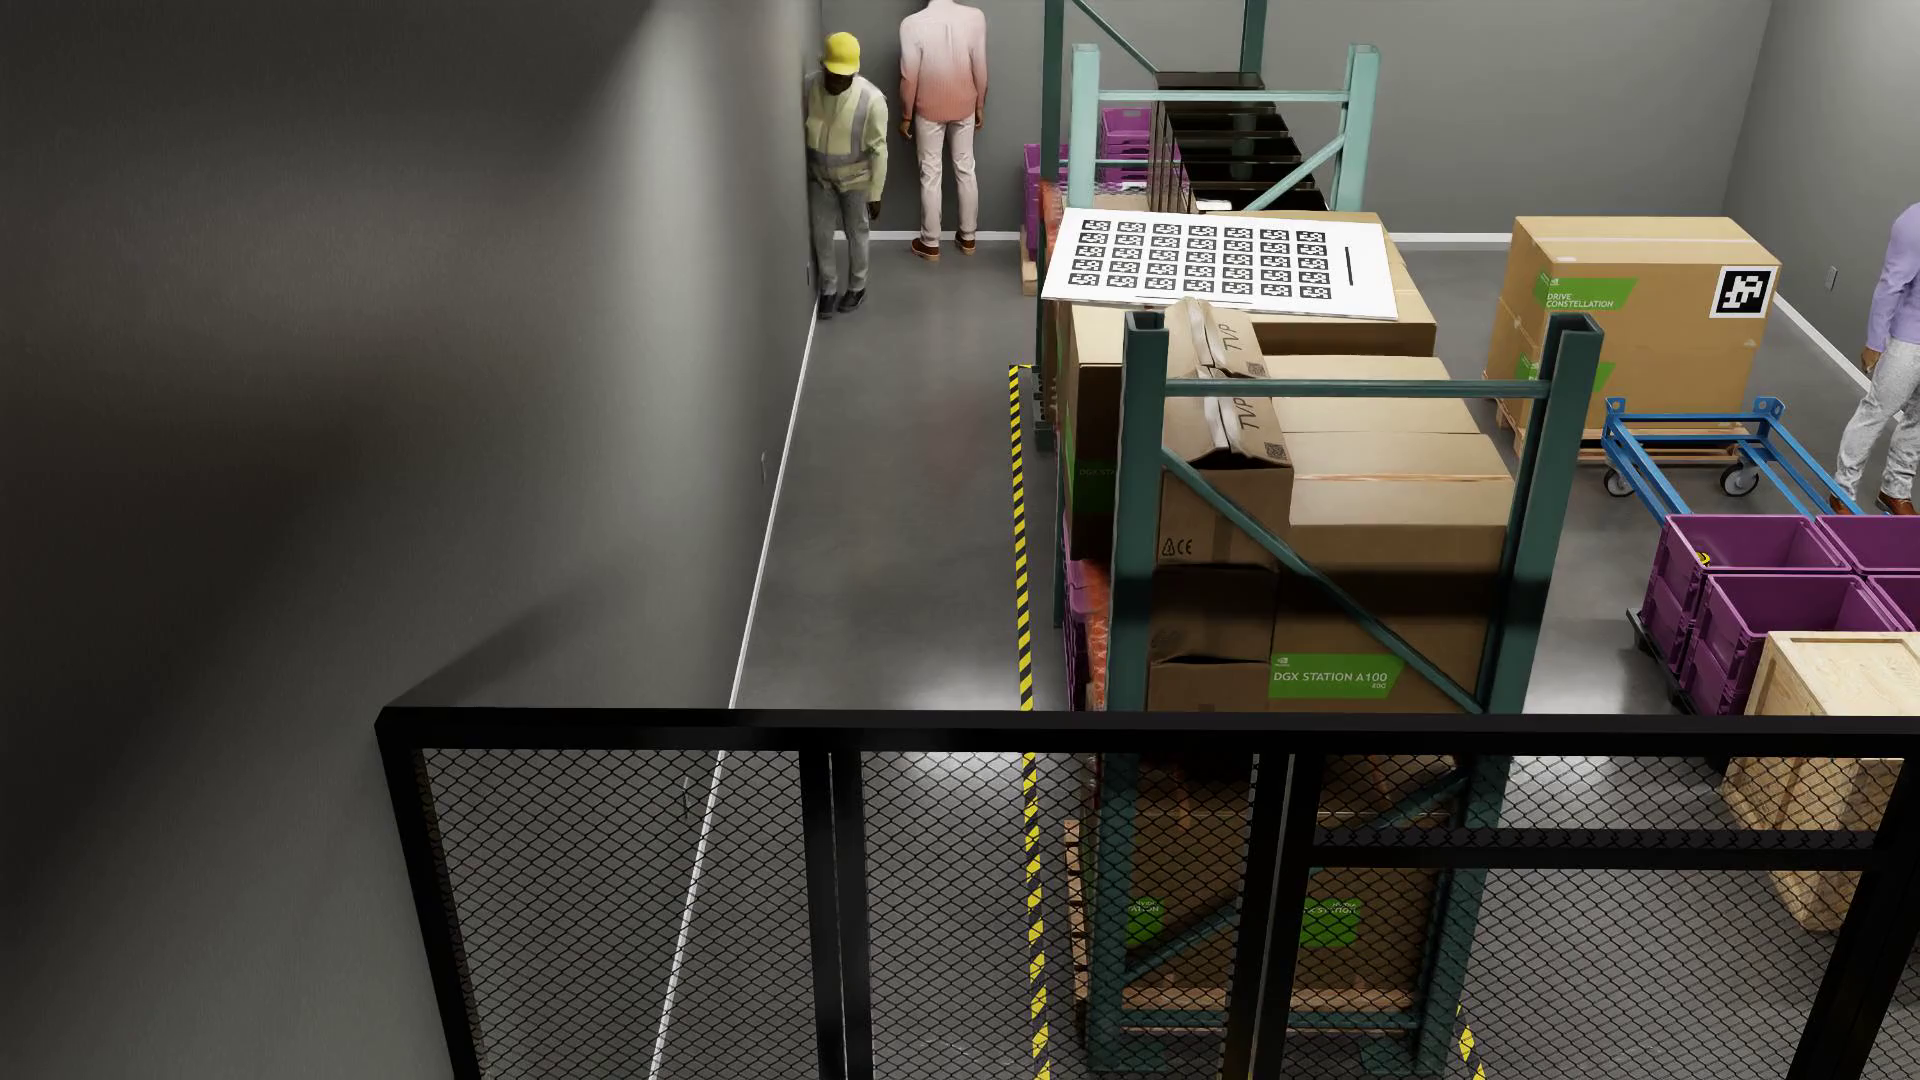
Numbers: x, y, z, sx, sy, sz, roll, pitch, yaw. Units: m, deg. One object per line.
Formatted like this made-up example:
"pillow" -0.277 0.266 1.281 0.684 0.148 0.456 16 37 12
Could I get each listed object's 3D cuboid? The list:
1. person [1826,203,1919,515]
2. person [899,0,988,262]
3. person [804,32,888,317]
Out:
"person" 4.535 -0.937 7.772 0.635 1.937 0.353 -1 31 -2
"person" -0.114 -2.814 10.835 0.608 1.996 0.379 -12 33 -19
"person" -0.696 -2.180 9.983 0.615 1.781 0.589 10 32 16
